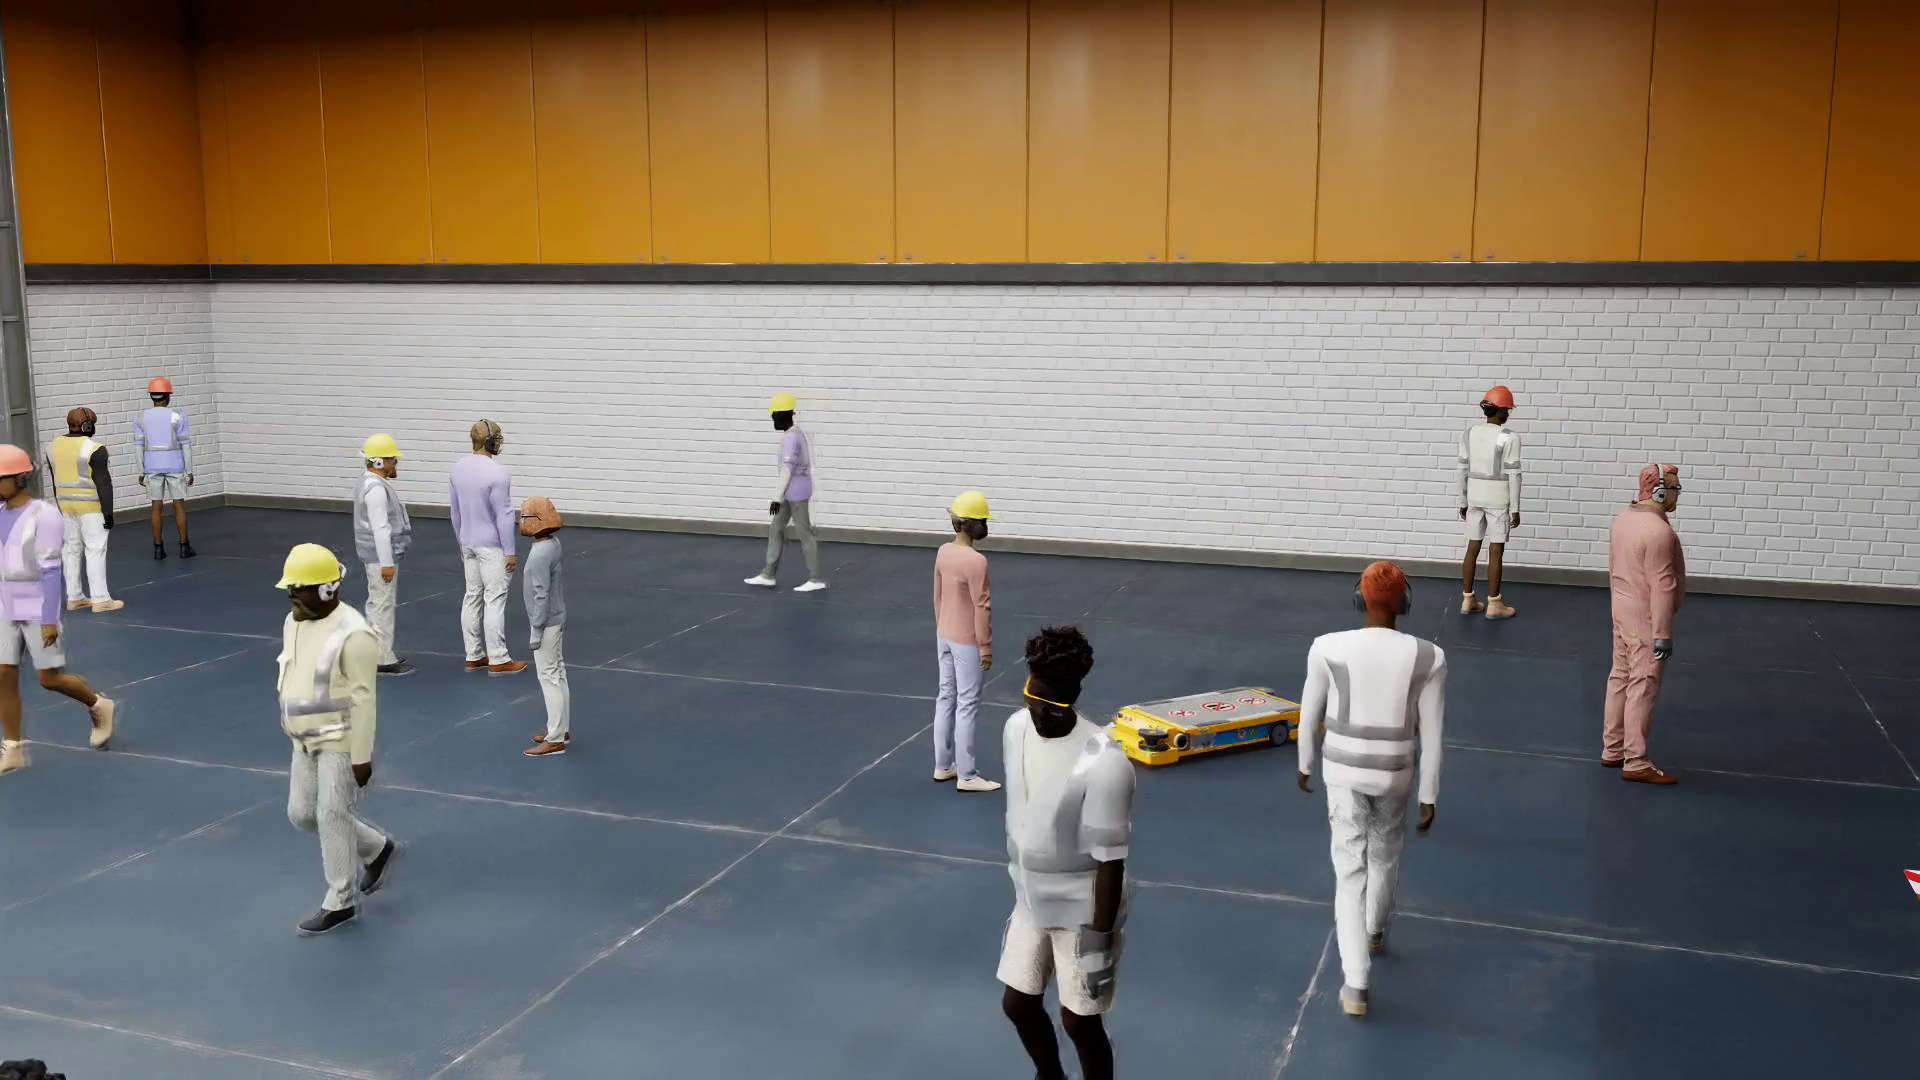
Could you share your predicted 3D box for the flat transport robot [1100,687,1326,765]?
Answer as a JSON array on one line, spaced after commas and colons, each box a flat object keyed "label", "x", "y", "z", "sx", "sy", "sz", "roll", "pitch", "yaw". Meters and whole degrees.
[{"label": "flat transport robot", "x": 1.607, "y": 1.179, "z": 10.728, "sx": 1.431, "sy": 0.197, "sz": 0.652, "roll": -5, "pitch": 11, "yaw": -30}]

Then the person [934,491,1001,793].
[{"label": "person", "x": 0.038, "y": 0.589, "z": 9.772, "sx": 0.327, "sy": 1.765, "sz": 0.528, "roll": -5, "pitch": 11, "yaw": -30}]

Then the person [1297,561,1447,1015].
[{"label": "person", "x": 1.736, "y": 0.991, "z": 7.070, "sx": 0.578, "sy": 1.832, "sz": 0.989, "roll": 1, "pitch": 9, "yaw": 6}]

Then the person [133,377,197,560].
[{"label": "person", "x": -8.412, "y": -0.760, "z": 17.609, "sx": 0.551, "sy": 1.932, "sz": 0.376, "roll": -2, "pitch": 9, "yaw": -14}]

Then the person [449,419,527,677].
[{"label": "person", "x": -3.569, "y": 0.057, "z": 12.533, "sx": 0.635, "sy": 1.937, "sz": 0.355, "roll": 7, "pitch": 11, "yaw": 36}]

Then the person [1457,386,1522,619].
[{"label": "person", "x": 4.681, "y": -0.336, "z": 14.649, "sx": 0.393, "sy": 2.041, "sz": 0.614, "roll": -7, "pitch": 11, "yaw": -37}]

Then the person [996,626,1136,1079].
[{"label": "person", "x": 0.356, "y": 1.199, "z": 5.477, "sx": 0.516, "sy": 1.923, "sz": 0.630, "roll": -7, "pitch": 12, "yaw": -37}]

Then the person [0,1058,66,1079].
[{"label": "person", "x": -1.636, "y": 1.740, "z": 2.889, "sx": 0.540, "sy": 1.682, "sz": 0.540, "roll": 0, "pitch": 9, "yaw": -2}]

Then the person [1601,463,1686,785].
[{"label": "person", "x": 4.119, "y": 0.488, "z": 9.955, "sx": 0.401, "sy": 1.907, "sz": 0.646, "roll": 0, "pitch": 9, "yaw": 0}]

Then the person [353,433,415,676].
[{"label": "person", "x": -4.348, "y": 0.106, "z": 12.558, "sx": 0.404, "sy": 1.830, "sz": 0.600, "roll": -5, "pitch": 10, "yaw": -26}]

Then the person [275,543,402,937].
[{"label": "person", "x": -2.877, "y": 0.896, "z": 7.701, "sx": 0.603, "sy": 1.814, "sz": 0.507, "roll": 7, "pitch": 12, "yaw": 39}]

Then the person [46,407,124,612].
[{"label": "person", "x": -7.816, "y": -0.270, "z": 14.890, "sx": 0.621, "sy": 1.837, "sz": 0.429, "roll": 3, "pitch": 10, "yaw": 17}]

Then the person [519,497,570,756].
[{"label": "person", "x": -2.624, "y": 0.537, "z": 10.496, "sx": 0.277, "sy": 1.633, "sz": 0.507, "roll": -1, "pitch": 9, "yaw": -4}]

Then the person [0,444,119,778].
[{"label": "person", "x": -5.626, "y": 0.407, "z": 10.136, "sx": 0.616, "sy": 2.017, "sz": 0.835, "roll": 3, "pitch": 10, "yaw": 20}]

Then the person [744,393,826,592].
[{"label": "person", "x": -1.688, "y": -0.433, "z": 15.736, "sx": 0.884, "sy": 1.891, "sz": 0.611, "roll": -2, "pitch": 9, "yaw": -9}]
